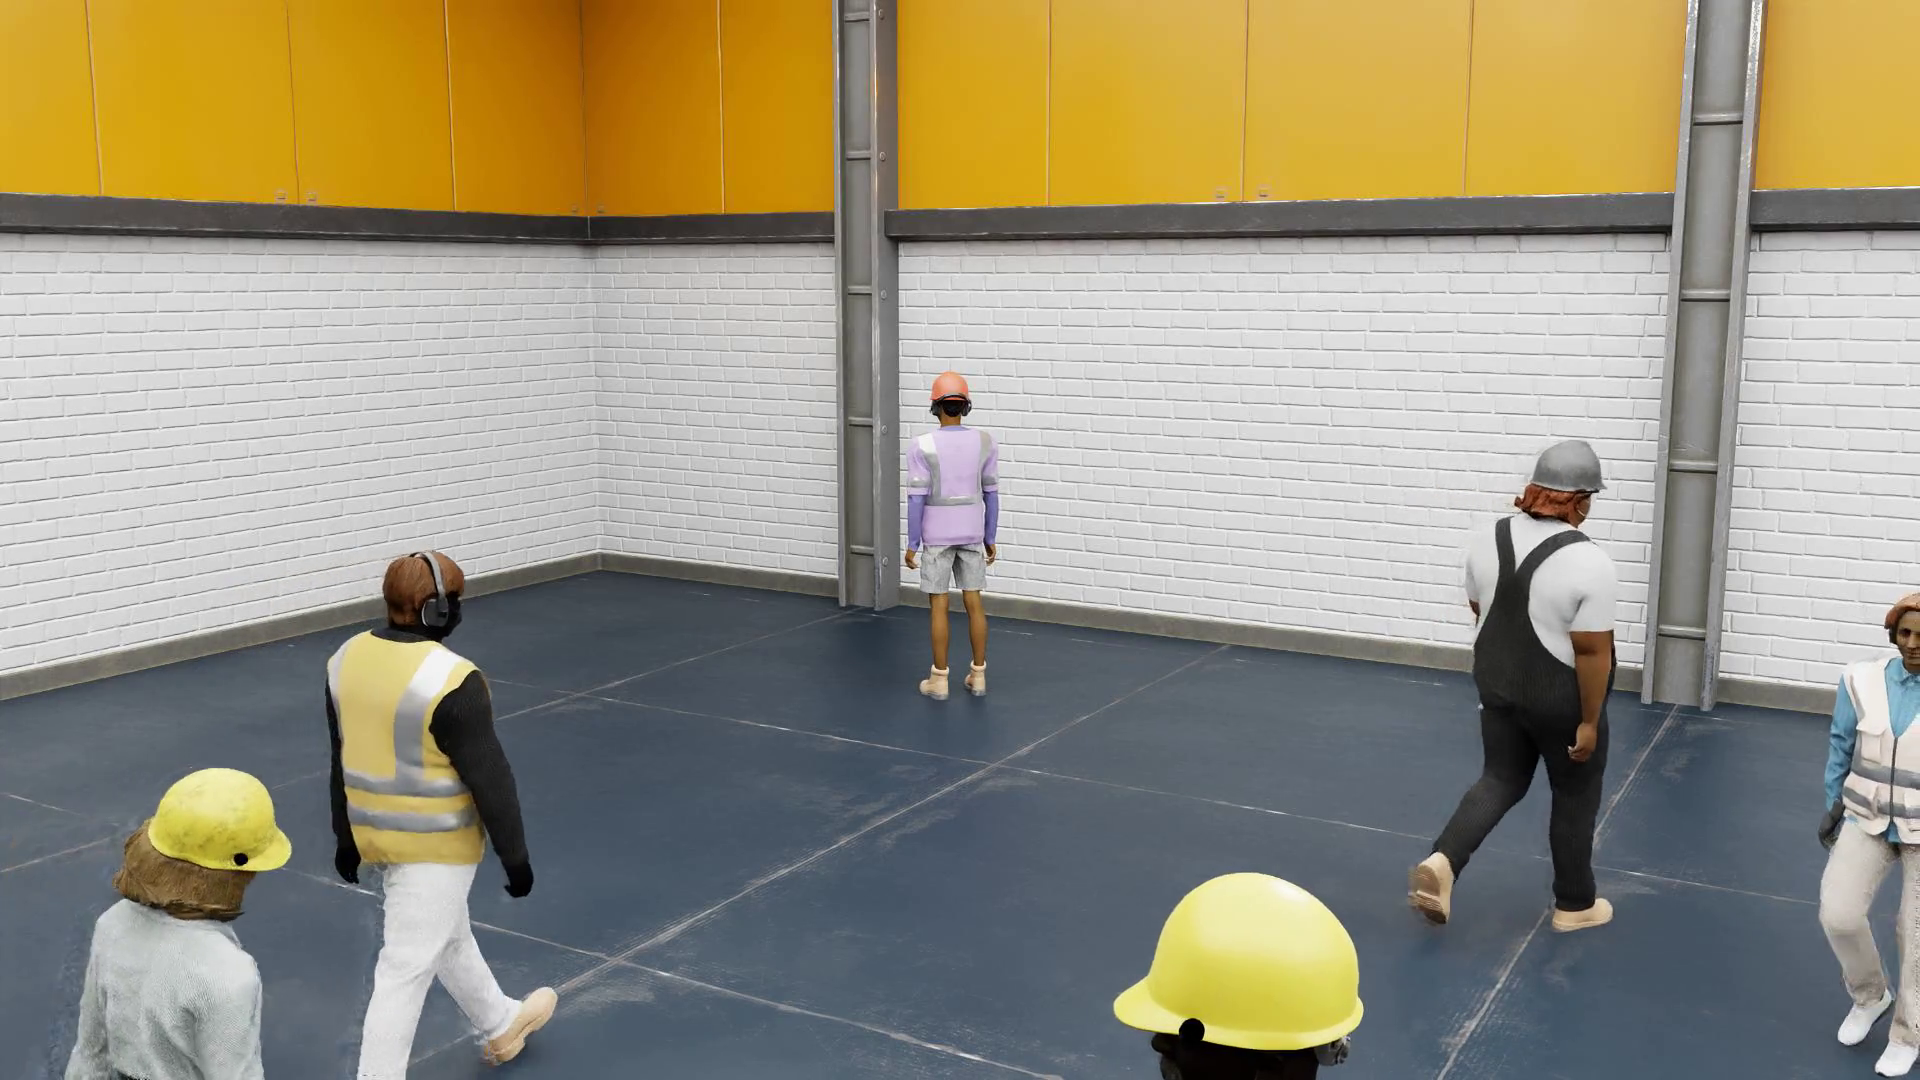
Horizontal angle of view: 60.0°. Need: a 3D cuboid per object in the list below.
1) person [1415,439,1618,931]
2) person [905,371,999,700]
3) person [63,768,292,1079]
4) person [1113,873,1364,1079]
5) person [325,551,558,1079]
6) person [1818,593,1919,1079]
[{"bbox_3d":[2.260,0.582,6.587,0.809,2.000,0.690,-6,11,-32],"label":"person"},{"bbox_3d":[-0.062,-0.028,10.385,0.611,2.042,0.394,-3,10,-21],"label":"person"},{"bbox_3d":[-1.608,1.277,3.325,0.651,1.702,0.433,6,11,32],"label":"person"},{"bbox_3d":[0.378,1.355,2.118,0.388,1.926,0.590,1,9,7],"label":"person"},{"bbox_3d":[-1.583,0.920,5.221,0.658,1.794,0.938,7,11,36],"label":"person"},{"bbox_3d":[3.092,0.968,5.459,0.372,1.623,0.544,-7,12,-39],"label":"person"}]
